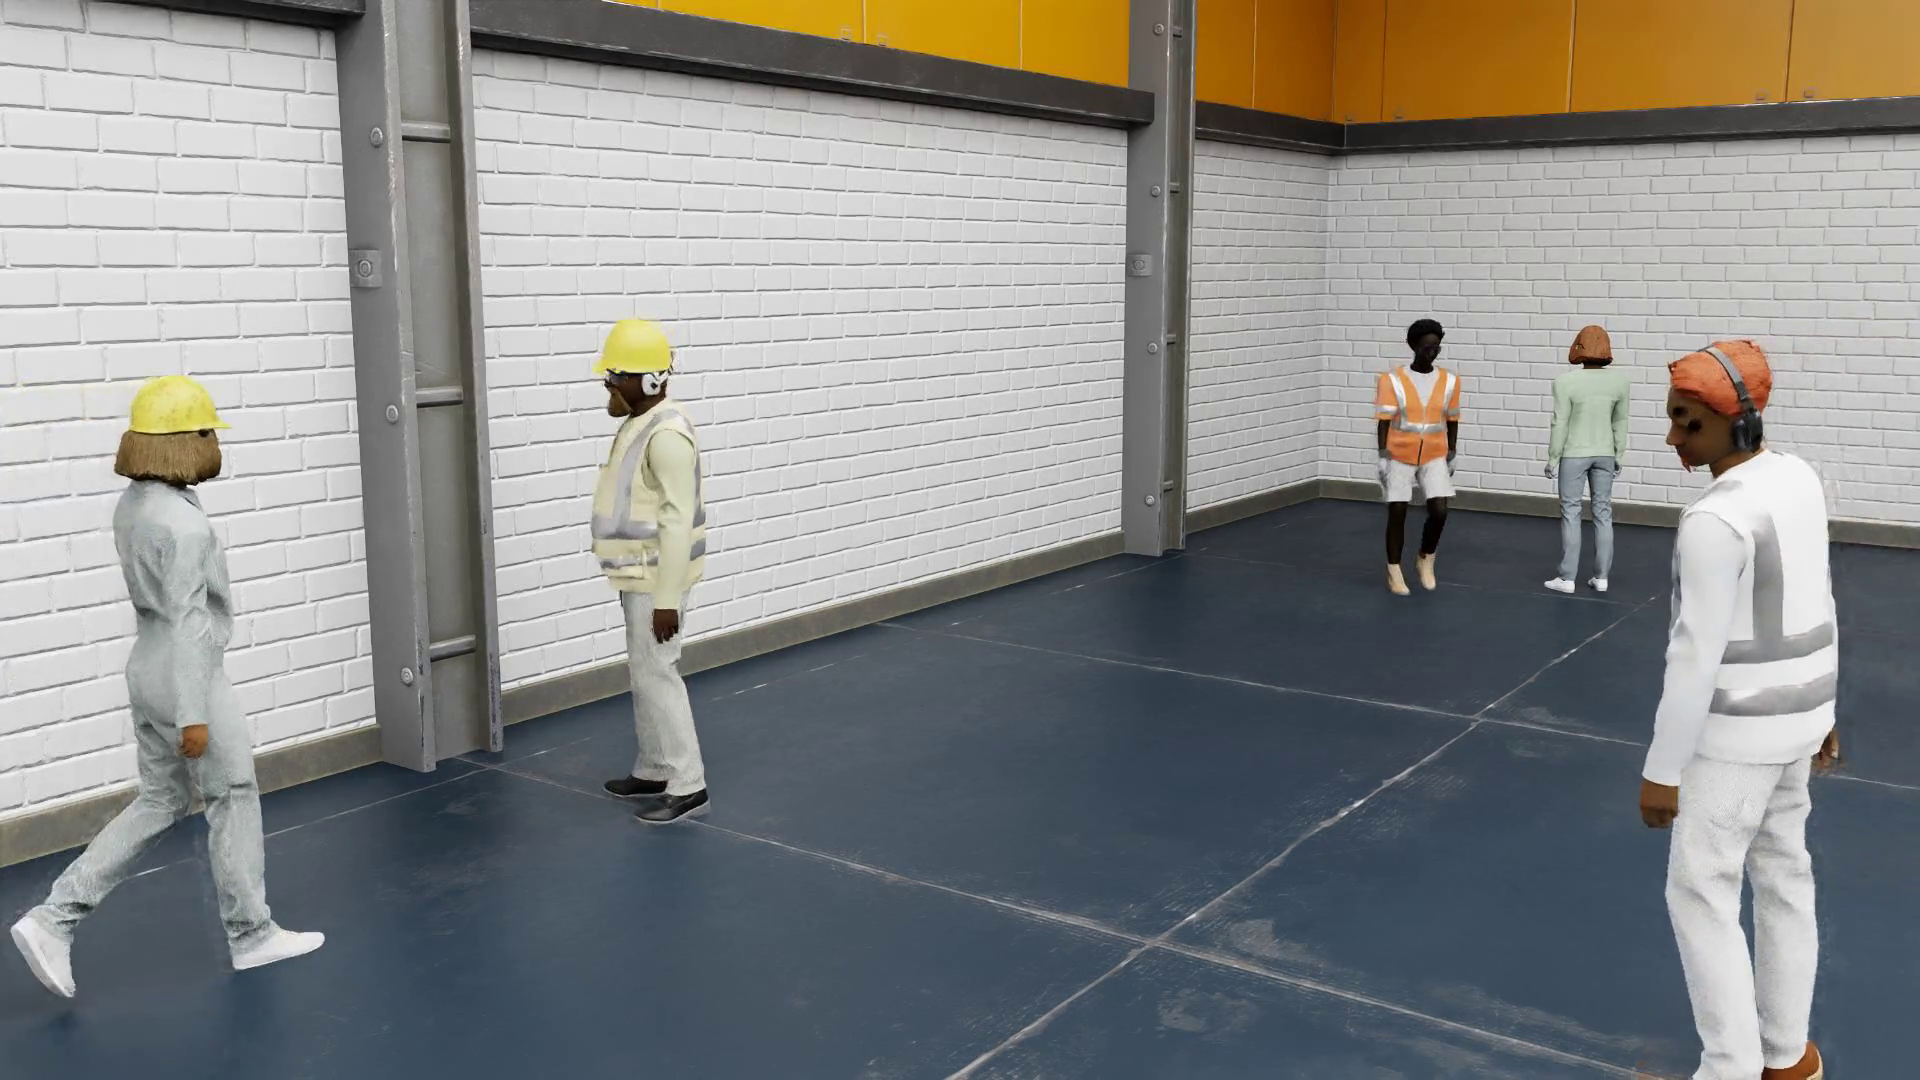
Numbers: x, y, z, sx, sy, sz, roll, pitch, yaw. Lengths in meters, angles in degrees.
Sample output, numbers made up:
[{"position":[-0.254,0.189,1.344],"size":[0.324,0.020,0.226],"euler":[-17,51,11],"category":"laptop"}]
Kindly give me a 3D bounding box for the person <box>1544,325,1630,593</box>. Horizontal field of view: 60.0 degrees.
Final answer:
[{"position":[3.824,-0.489,10.162],"size":[0.507,1.632,0.275],"euler":[-2,10,-9],"category":"person"}]

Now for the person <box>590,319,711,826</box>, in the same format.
[{"position":[-1.130,0.123,6.019],"size":[0.403,1.815,0.659],"euler":[-3,10,-19],"category":"person"}]

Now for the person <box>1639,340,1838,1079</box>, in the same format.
[{"position":[1.865,0.459,3.900],"size":[0.734,1.857,0.343],"euler":[-8,12,-39],"category":"person"}]

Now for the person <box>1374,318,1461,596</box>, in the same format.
[{"position":[2.743,-0.487,9.997],"size":[0.548,1.682,0.391],"euler":[0,10,0],"category":"person"}]

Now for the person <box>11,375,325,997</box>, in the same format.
[{"position":[-2.196,0.407,4.555],"size":[0.493,1.720,0.731],"euler":[9,13,43],"category":"person"}]
